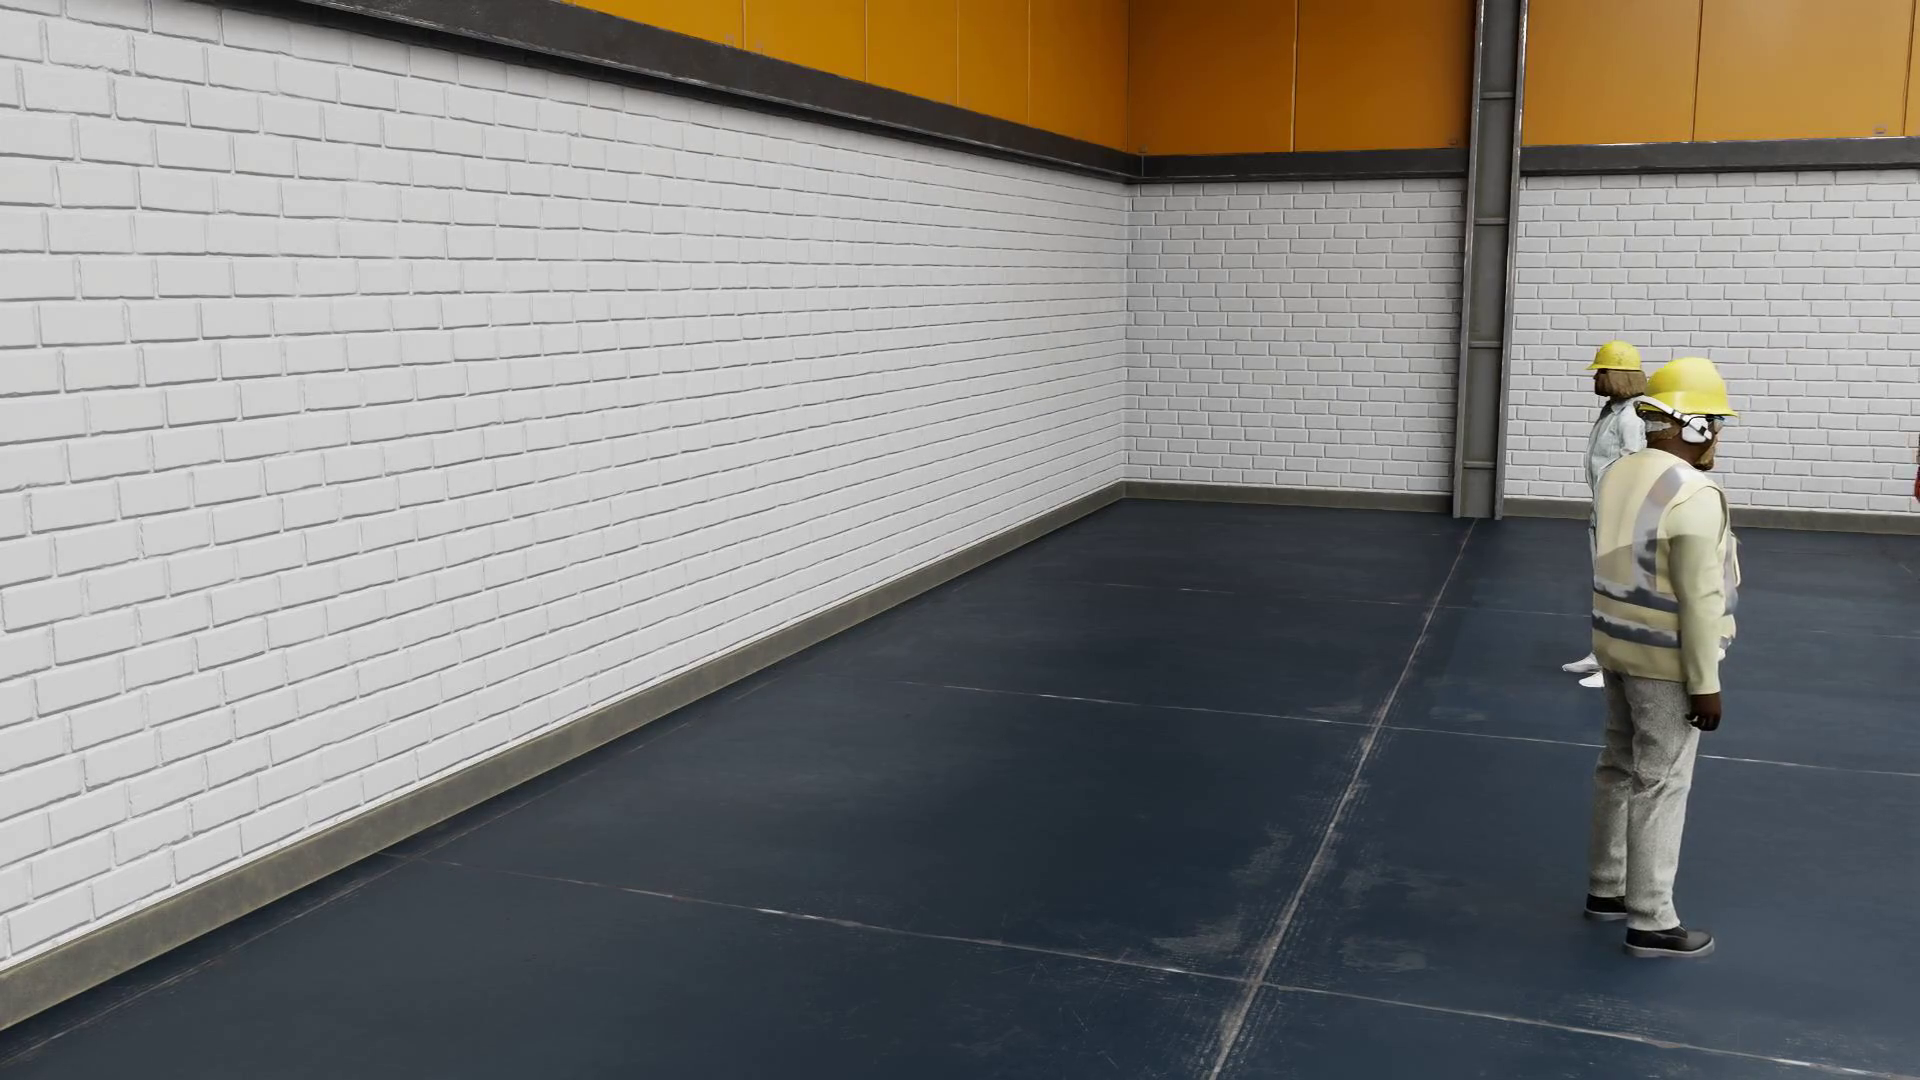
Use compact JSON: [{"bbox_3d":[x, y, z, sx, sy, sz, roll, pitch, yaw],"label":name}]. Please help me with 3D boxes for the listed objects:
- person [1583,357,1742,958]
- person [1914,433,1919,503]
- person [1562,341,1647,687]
[{"bbox_3d":[2.157,0.356,5.121,0.403,1.825,0.597,-1,9,-3],"label":"person"},{"bbox_3d":[7.084,-0.690,11.871,0.541,1.765,0.426,-1,9,-7],"label":"person"},{"bbox_3d":[3.277,-0.130,8.408,0.297,1.744,0.487,1,9,7],"label":"person"}]
